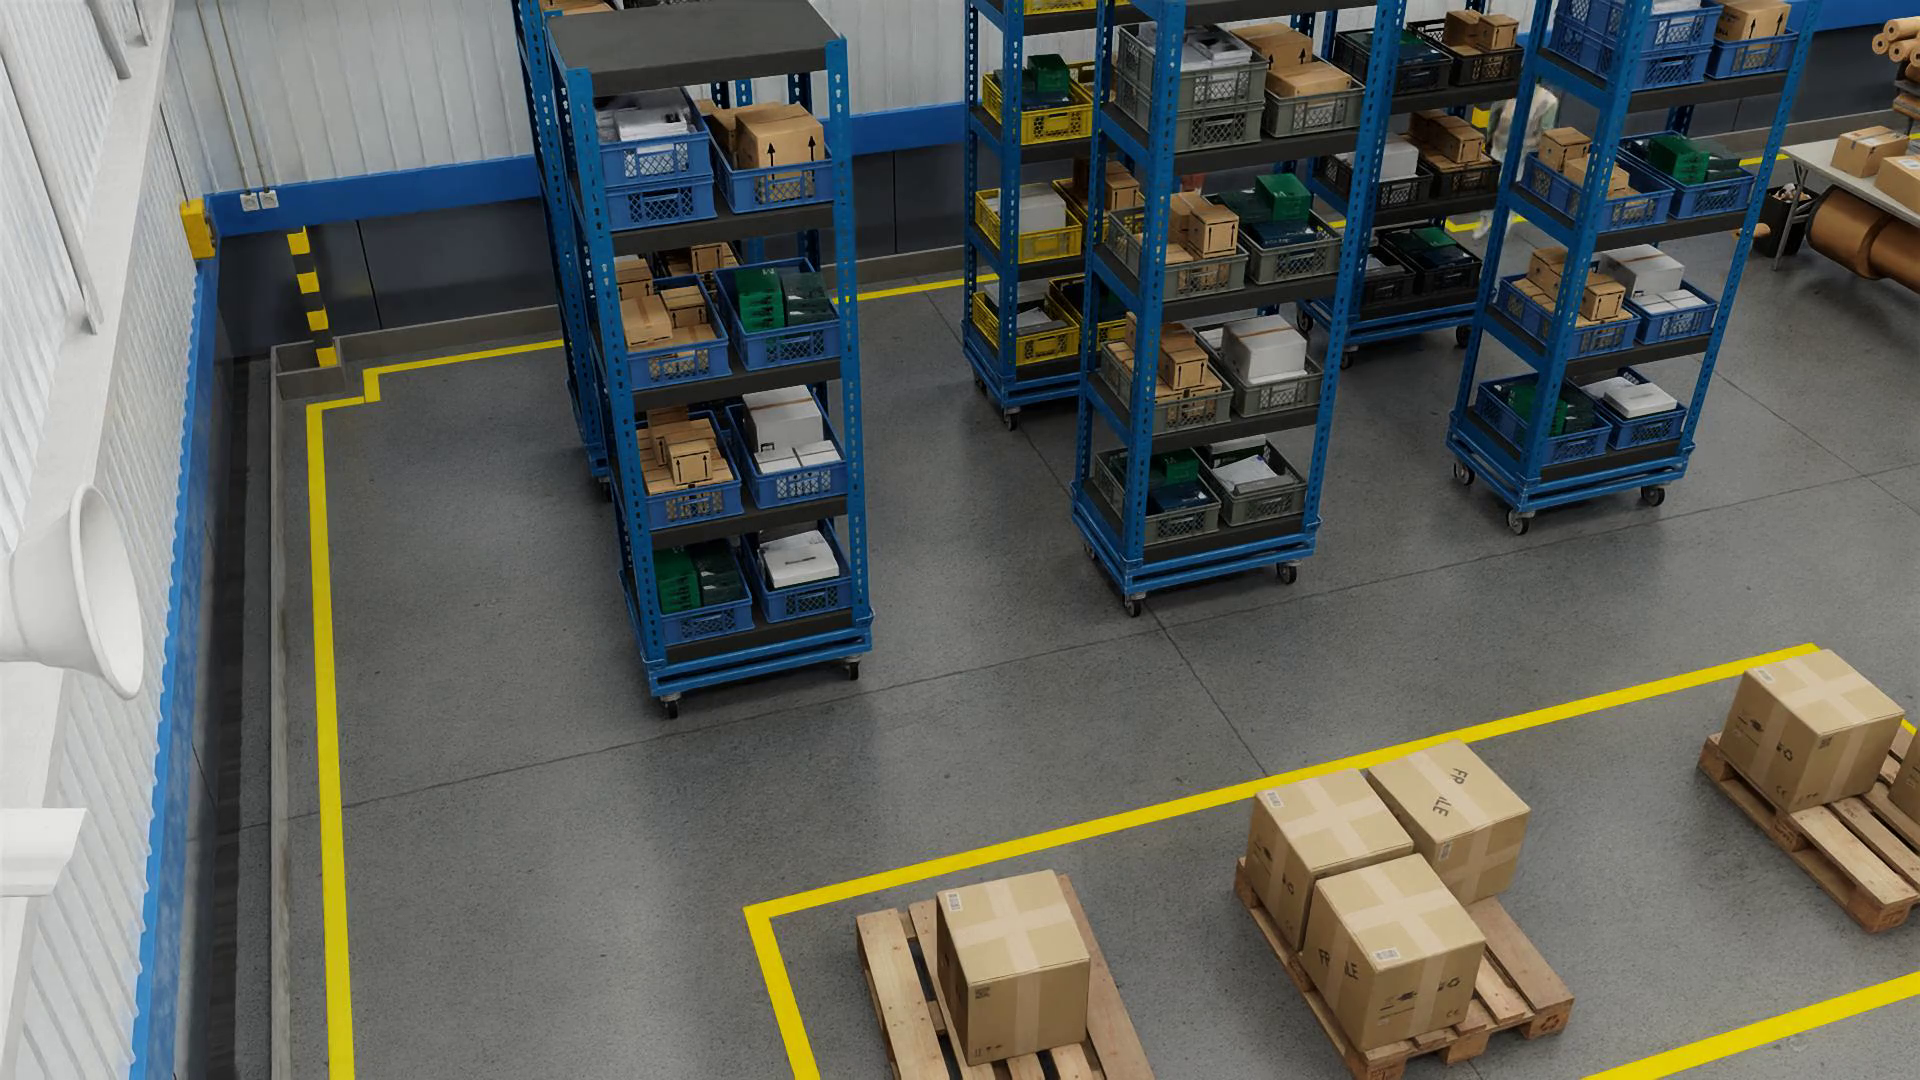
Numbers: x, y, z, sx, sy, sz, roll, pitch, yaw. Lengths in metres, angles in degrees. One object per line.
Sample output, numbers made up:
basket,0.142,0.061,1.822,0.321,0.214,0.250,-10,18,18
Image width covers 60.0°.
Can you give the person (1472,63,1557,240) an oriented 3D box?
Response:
person,4.409,-3.068,13.214,0.534,1.610,0.421,19,40,25
